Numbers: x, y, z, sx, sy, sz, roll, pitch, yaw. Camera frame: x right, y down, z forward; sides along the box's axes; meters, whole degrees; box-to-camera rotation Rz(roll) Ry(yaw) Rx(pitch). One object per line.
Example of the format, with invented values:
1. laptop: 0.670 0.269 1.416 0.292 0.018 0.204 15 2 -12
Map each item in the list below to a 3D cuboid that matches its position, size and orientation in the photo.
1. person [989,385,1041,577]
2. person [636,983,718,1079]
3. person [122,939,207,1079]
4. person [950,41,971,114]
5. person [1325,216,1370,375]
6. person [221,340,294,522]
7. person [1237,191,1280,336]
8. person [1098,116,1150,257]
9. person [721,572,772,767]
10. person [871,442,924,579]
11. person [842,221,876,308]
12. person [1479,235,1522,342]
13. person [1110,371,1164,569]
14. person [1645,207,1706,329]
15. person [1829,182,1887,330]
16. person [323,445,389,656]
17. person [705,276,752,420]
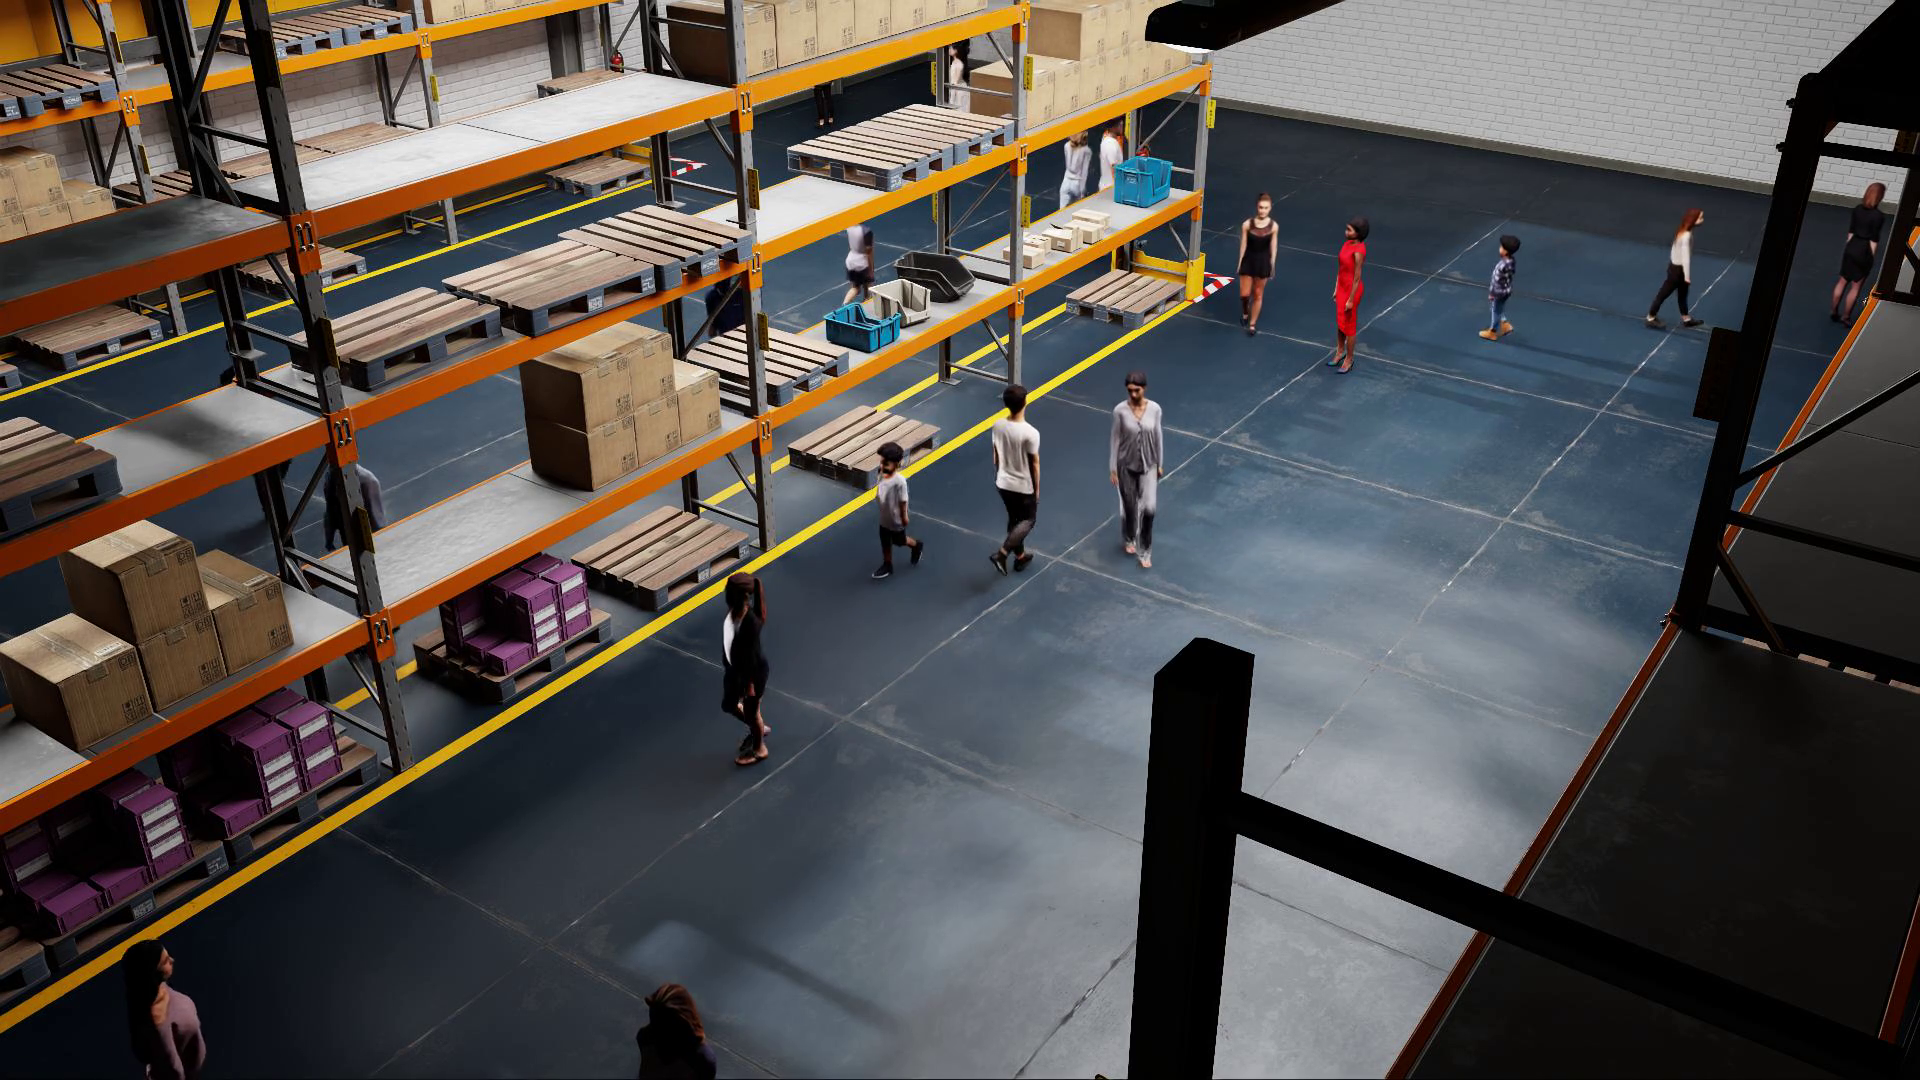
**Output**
1. person: 0.427 -0.464 14.075 0.646 1.692 0.862 22 36 35
2. person: -1.340 2.810 8.032 0.612 1.733 0.568 15 32 25
3. person: -3.896 2.724 8.120 0.808 1.799 0.771 -15 32 -25
4. person: 0.048 -6.773 25.572 0.903 1.759 0.840 -6 29 -11
5. person: 4.228 -2.668 18.060 0.689 1.746 0.632 -5 29 -10
6. person: -6.326 -0.954 14.884 0.781 1.779 0.805 5 29 9
7. person: 3.408 -3.189 19.101 0.703 1.664 0.754 4 29 8
8. person: 1.834 -4.505 21.349 1.132 1.823 1.140 -1 29 -2
9. person: -1.436 0.890 11.746 0.656 1.547 0.607 -20 34 -32
10. person: -0.533 -0.273 14.192 0.782 1.246 0.571 -25 37 -37
11. person: -1.199 -3.156 19.160 0.627 1.550 0.798 25 37 37
12. person: 6.208 -2.857 18.930 0.568 1.245 0.531 21 35 33
13. person: 1.503 -0.678 14.406 0.847 1.751 0.918 -2 29 -4
14. person: 8.207 -3.125 19.202 0.751 1.456 0.863 11 30 19
15. person: 10.402 -3.303 19.270 0.698 1.703 0.657 -7 29 -12
16. person: -4.687 -0.038 13.189 0.701 1.794 0.806 18 33 29
17. person: -2.186 -1.942 16.641 0.758 1.831 0.809 6 29 10
